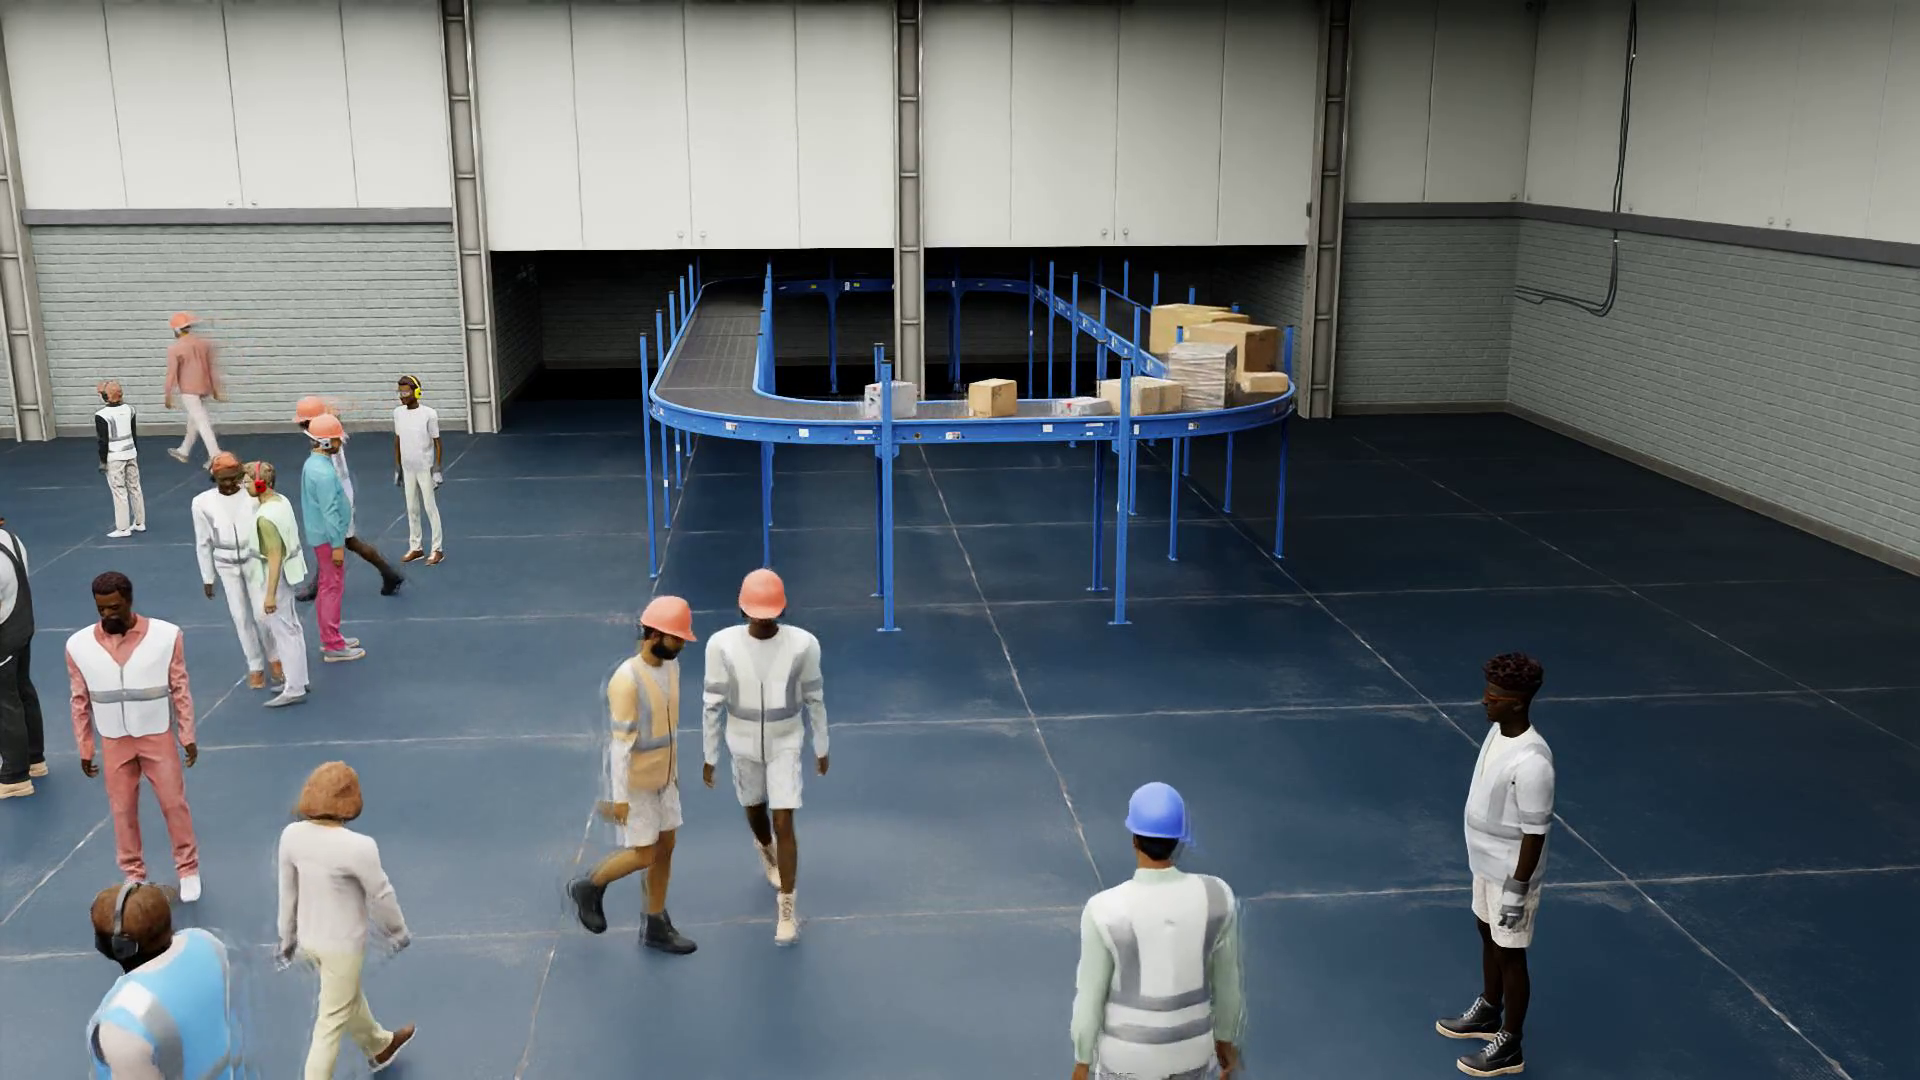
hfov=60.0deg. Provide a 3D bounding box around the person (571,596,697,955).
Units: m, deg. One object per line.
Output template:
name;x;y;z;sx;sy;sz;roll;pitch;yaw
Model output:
person;-1.669;1.214;8.594;0.641;1.897;0.622;6;15;22

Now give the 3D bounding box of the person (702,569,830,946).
person;-1.034;1.076;8.969;0.690;2.004;0.922;-1;14;-2

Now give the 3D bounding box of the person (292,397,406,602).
person;-5.563;-0.377;14.995;0.941;1.891;0.592;-5;15;-21

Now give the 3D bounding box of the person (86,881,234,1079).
person;-2.618;1.992;5.661;0.866;1.818;0.614;2;14;8

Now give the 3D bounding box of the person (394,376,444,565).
person;-5.293;-0.679;16.223;0.532;1.868;0.310;5;15;17

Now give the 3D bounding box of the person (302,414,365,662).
person;-5.042;-0.021;13.351;0.396;1.986;0.617;-7;16;-27

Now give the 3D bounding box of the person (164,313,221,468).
person;-9.670;-1.868;20.834;1.033;1.932;0.642;5;15;20

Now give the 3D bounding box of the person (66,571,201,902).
person;-4.514;1.078;9.123;0.601;1.905;0.388;-4;15;-16

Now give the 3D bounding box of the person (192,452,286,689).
person;-5.422;0.233;12.576;0.610;1.861;0.439;-4;15;-15

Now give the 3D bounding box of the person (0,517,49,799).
person;-6.214;0.634;10.617;0.535;2.000;0.688;-3;14;-11

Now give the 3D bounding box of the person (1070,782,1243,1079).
person;0.747;1.849;6.033;0.649;1.912;0.796;-4;14;-14

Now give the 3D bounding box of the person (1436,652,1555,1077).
person;2.447;1.449;7.508;0.365;1.965;0.608;0;14;1

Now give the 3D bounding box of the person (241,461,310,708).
person;-5.024;0.317;12.288;0.373;1.840;0.571;-3;14;-12

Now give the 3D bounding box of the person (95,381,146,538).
person;-8.767;-0.844;17.346;0.306;1.640;0.522;3;14;14

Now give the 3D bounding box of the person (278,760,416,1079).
person;-2.636;1.710;7.213;0.497;1.590;0.819;7;16;27
